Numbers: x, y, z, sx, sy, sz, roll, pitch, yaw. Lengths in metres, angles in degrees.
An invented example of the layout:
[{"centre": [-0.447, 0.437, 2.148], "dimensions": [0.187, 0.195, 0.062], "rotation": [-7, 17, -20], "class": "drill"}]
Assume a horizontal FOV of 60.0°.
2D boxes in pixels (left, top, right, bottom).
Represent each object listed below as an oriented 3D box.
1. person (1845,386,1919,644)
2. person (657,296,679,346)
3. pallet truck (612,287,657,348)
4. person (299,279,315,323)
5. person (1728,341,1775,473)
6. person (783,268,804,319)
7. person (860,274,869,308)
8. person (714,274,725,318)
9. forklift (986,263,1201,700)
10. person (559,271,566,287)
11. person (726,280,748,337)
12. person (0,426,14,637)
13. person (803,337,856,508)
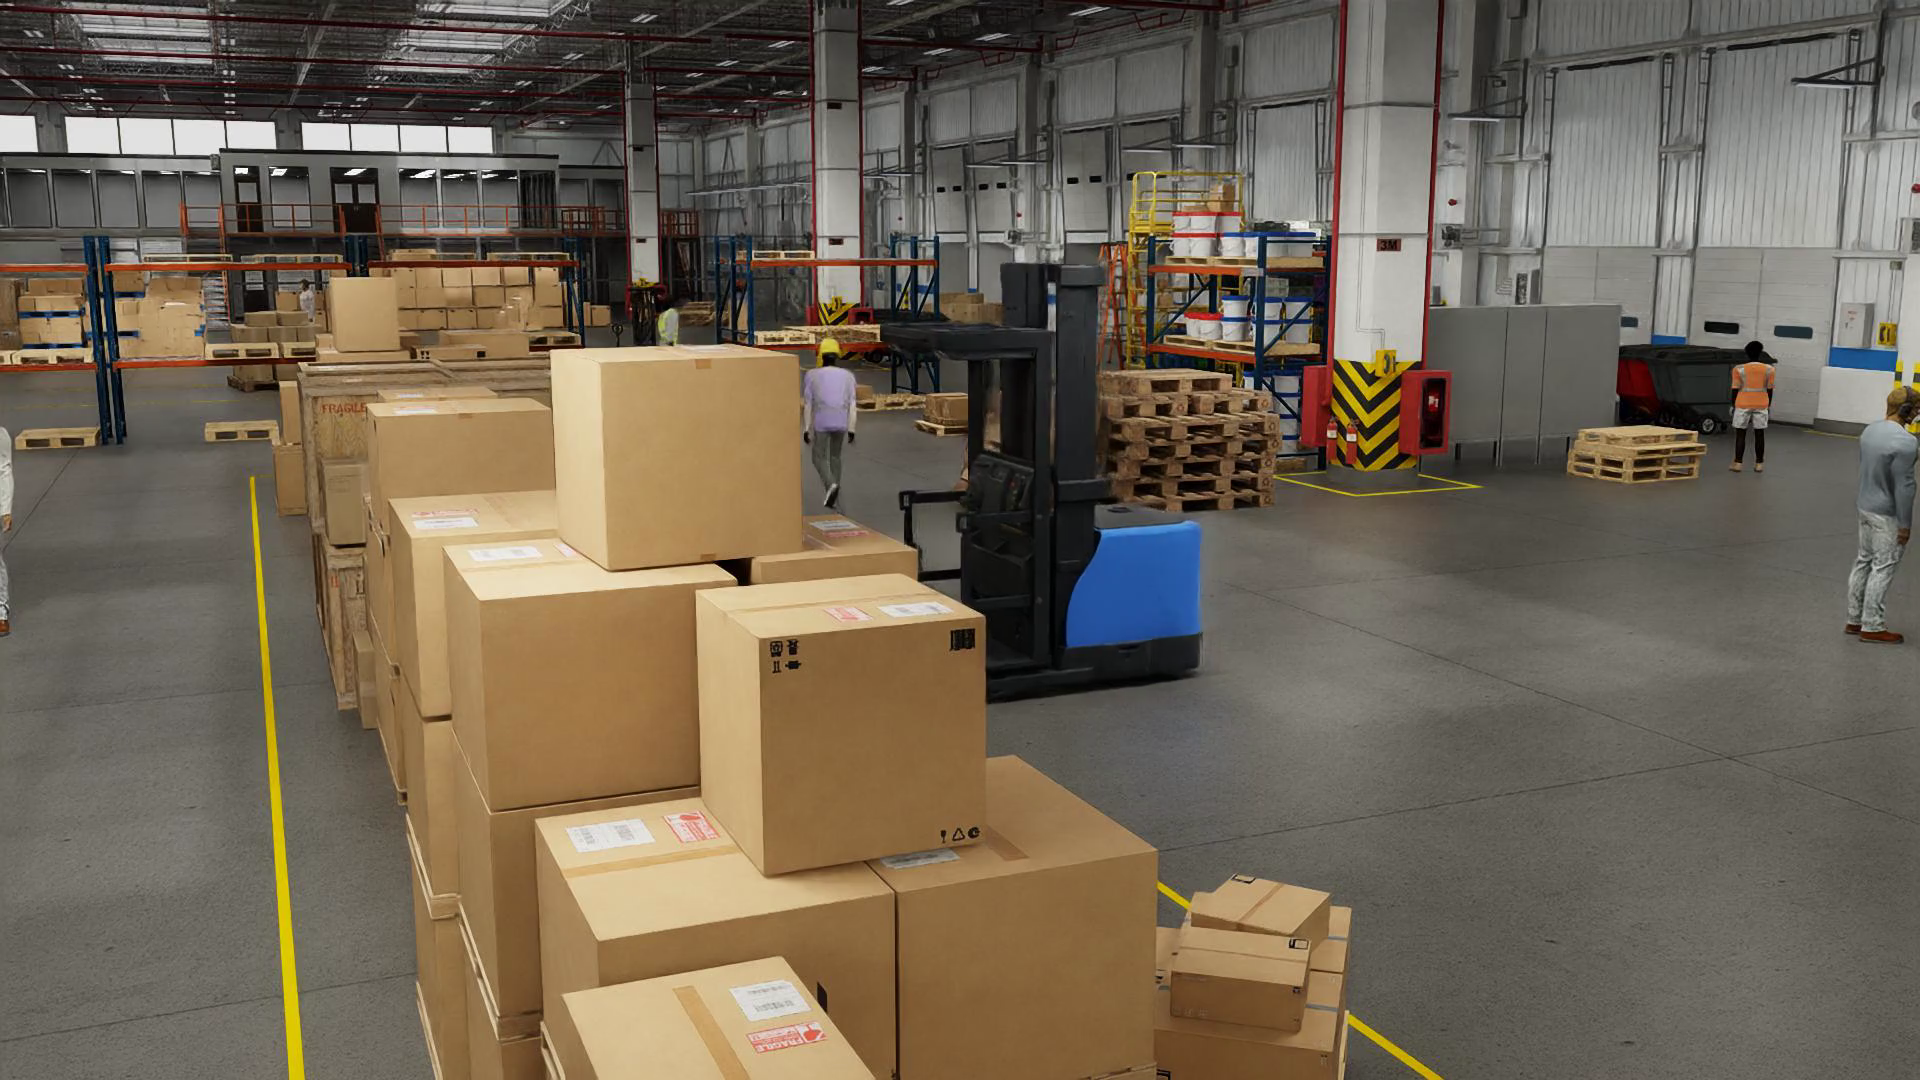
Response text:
[{"centre": [6.870, -0.183, 12.339], "dimensions": [0.386, 1.927, 0.636], "rotation": [0, 10, 1], "class": "person"}, {"centre": [-5.981, -4.149, 34.474], "dimensions": [0.725, 1.823, 0.621], "rotation": [-9, 14, -40], "class": "person"}, {"centre": [-6.464, -4.406, 35.401], "dimensions": [0.823, 1.965, 1.885], "rotation": [6, 12, 32], "class": "pallet truck"}, {"centre": [-17.040, -5.832, 43.427], "dimensions": [0.369, 1.939, 0.631], "rotation": [-10, 14, -43], "class": "person"}, {"centre": [10.154, -1.704, 21.355], "dimensions": [0.531, 1.692, 0.320], "rotation": [2, 10, 10], "class": "person"}, {"centre": [-6.211, -9.215, 62.135], "dimensions": [0.872, 1.922, 0.615], "rotation": [4, 11, 21], "class": "person"}, {"centre": [-3.350, -7.967, 55.535], "dimensions": [0.627, 1.819, 0.844], "rotation": [0, 10, 2], "class": "person"}, {"centre": [-9.055, -9.165, 62.399], "dimensions": [0.567, 1.727, 0.503], "rotation": [2, 11, 12], "class": "person"}, {"centre": [0.613, -0.466, 11.255], "dimensions": [1.873, 2.768, 1.129], "rotation": [-4, 11, -23], "class": "forklift"}, {"centre": [-13.734, -8.303, 57.254], "dimensions": [0.591, 1.872, 0.371], "rotation": [7, 12, 32], "class": "person"}, {"centre": [-5.884, -5.860, 43.671], "dimensions": [0.816, 1.907, 0.561], "rotation": [5, 12, 27], "class": "person"}, {"centre": [-7.445, -0.220, 12.497], "dimensions": [0.631, 1.940, 0.372], "rotation": [-3, 11, -17], "class": "person"}, {"centre": [-1.430, -1.276, 18.380], "dimensions": [0.612, 1.914, 0.537], "rotation": [-4, 11, -21], "class": "person"}]
